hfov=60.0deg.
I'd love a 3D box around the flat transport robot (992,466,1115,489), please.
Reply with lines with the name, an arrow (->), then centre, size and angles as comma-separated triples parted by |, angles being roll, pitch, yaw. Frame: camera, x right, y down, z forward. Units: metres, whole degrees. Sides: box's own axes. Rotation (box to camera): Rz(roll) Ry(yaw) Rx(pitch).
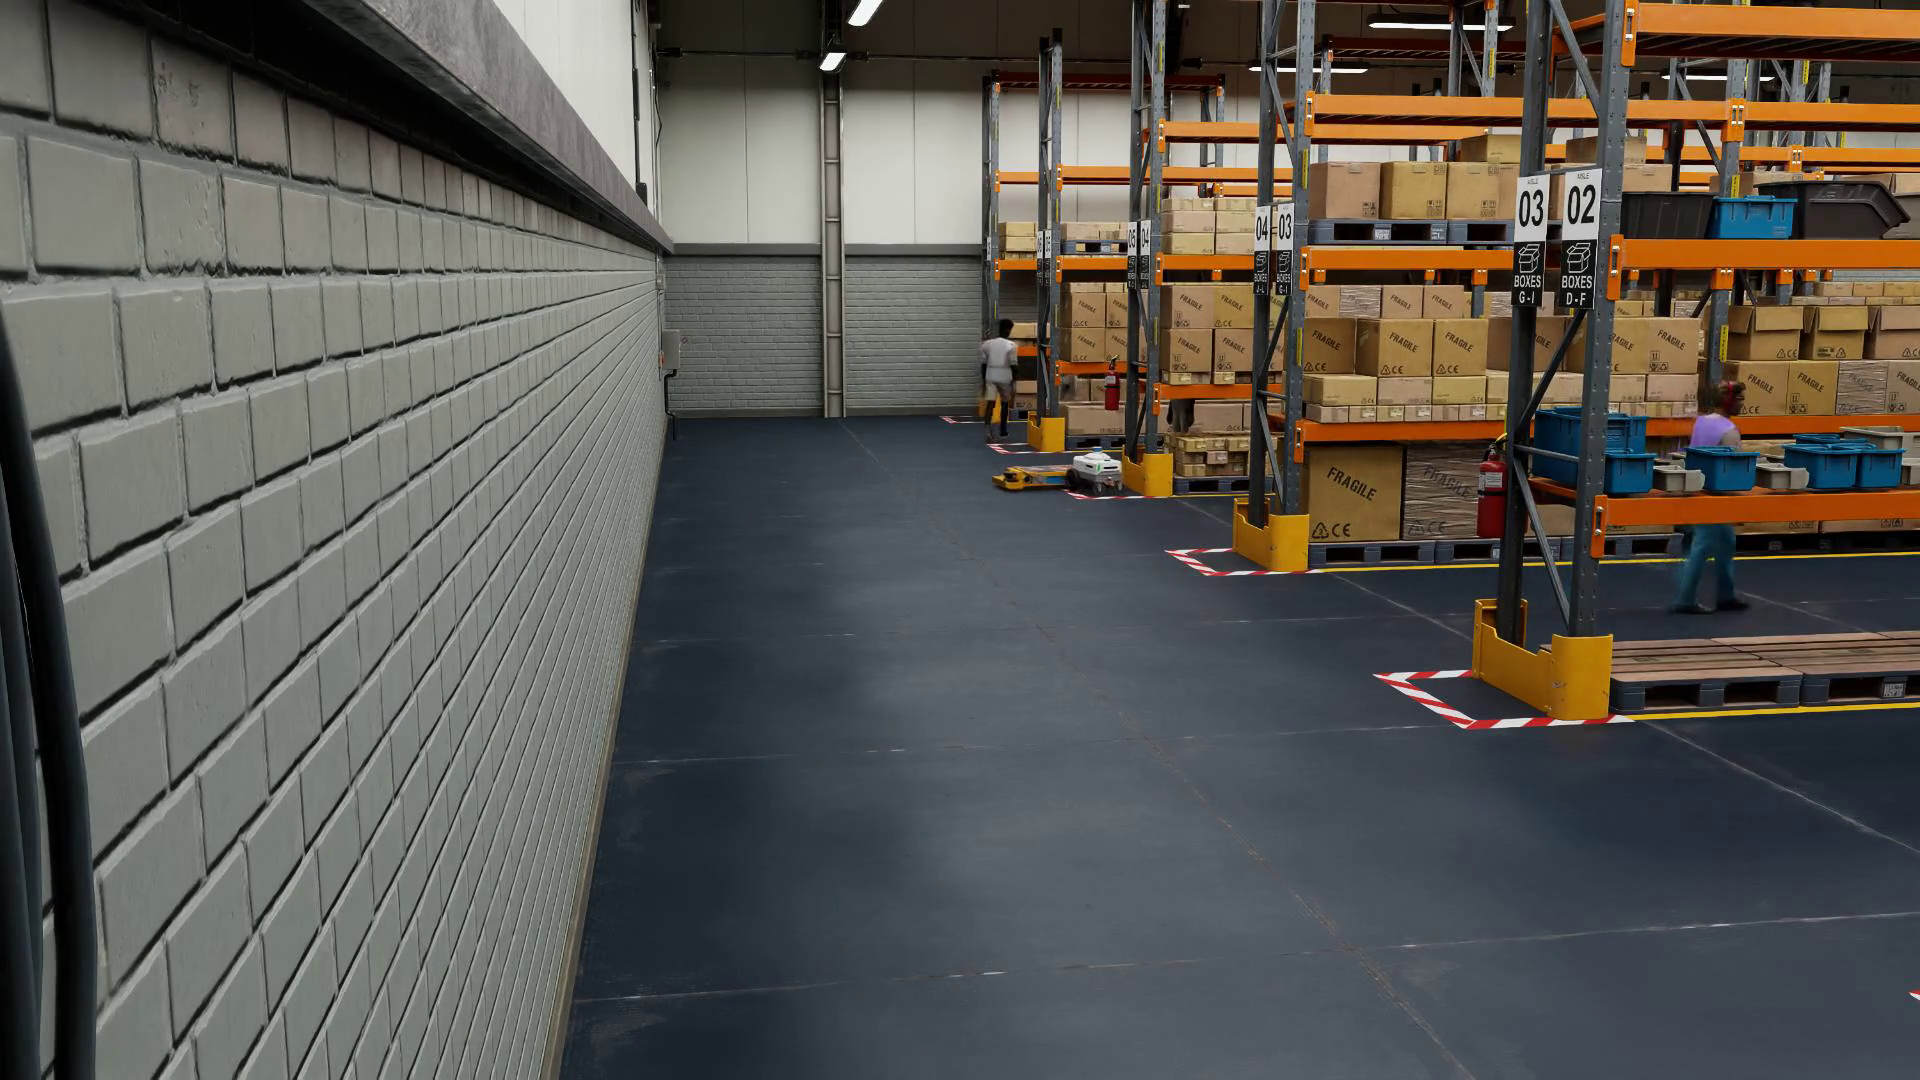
flat transport robot -> 1.164, -0.785, 20.432 | 1.431, 0.197, 0.652 | -2, 9, -14

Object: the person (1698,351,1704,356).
person -> 7.996, -1.150, 17.987 | 0.919, 1.808, 0.629 | 1, 9, 4

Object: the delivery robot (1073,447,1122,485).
delivery robot -> 1.633, -0.868, 19.780 | 0.477, 0.478, 0.707 | -4, 10, -22

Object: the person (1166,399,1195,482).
person -> 2.732, -1.605, 20.614 | 0.333, 1.860, 0.510 | -4, 10, -25

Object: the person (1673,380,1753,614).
person -> 5.903, -0.315, 12.769 | 0.792, 1.812, 0.591 | 0, 9, 1

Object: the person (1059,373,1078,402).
person -> 1.635, -2.497, 26.192 | 0.969, 1.839, 0.593 | -6, 11, -32

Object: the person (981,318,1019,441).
person -> 0.594, -2.507, 25.993 | 0.641, 1.918, 0.909 | 3, 10, 16
